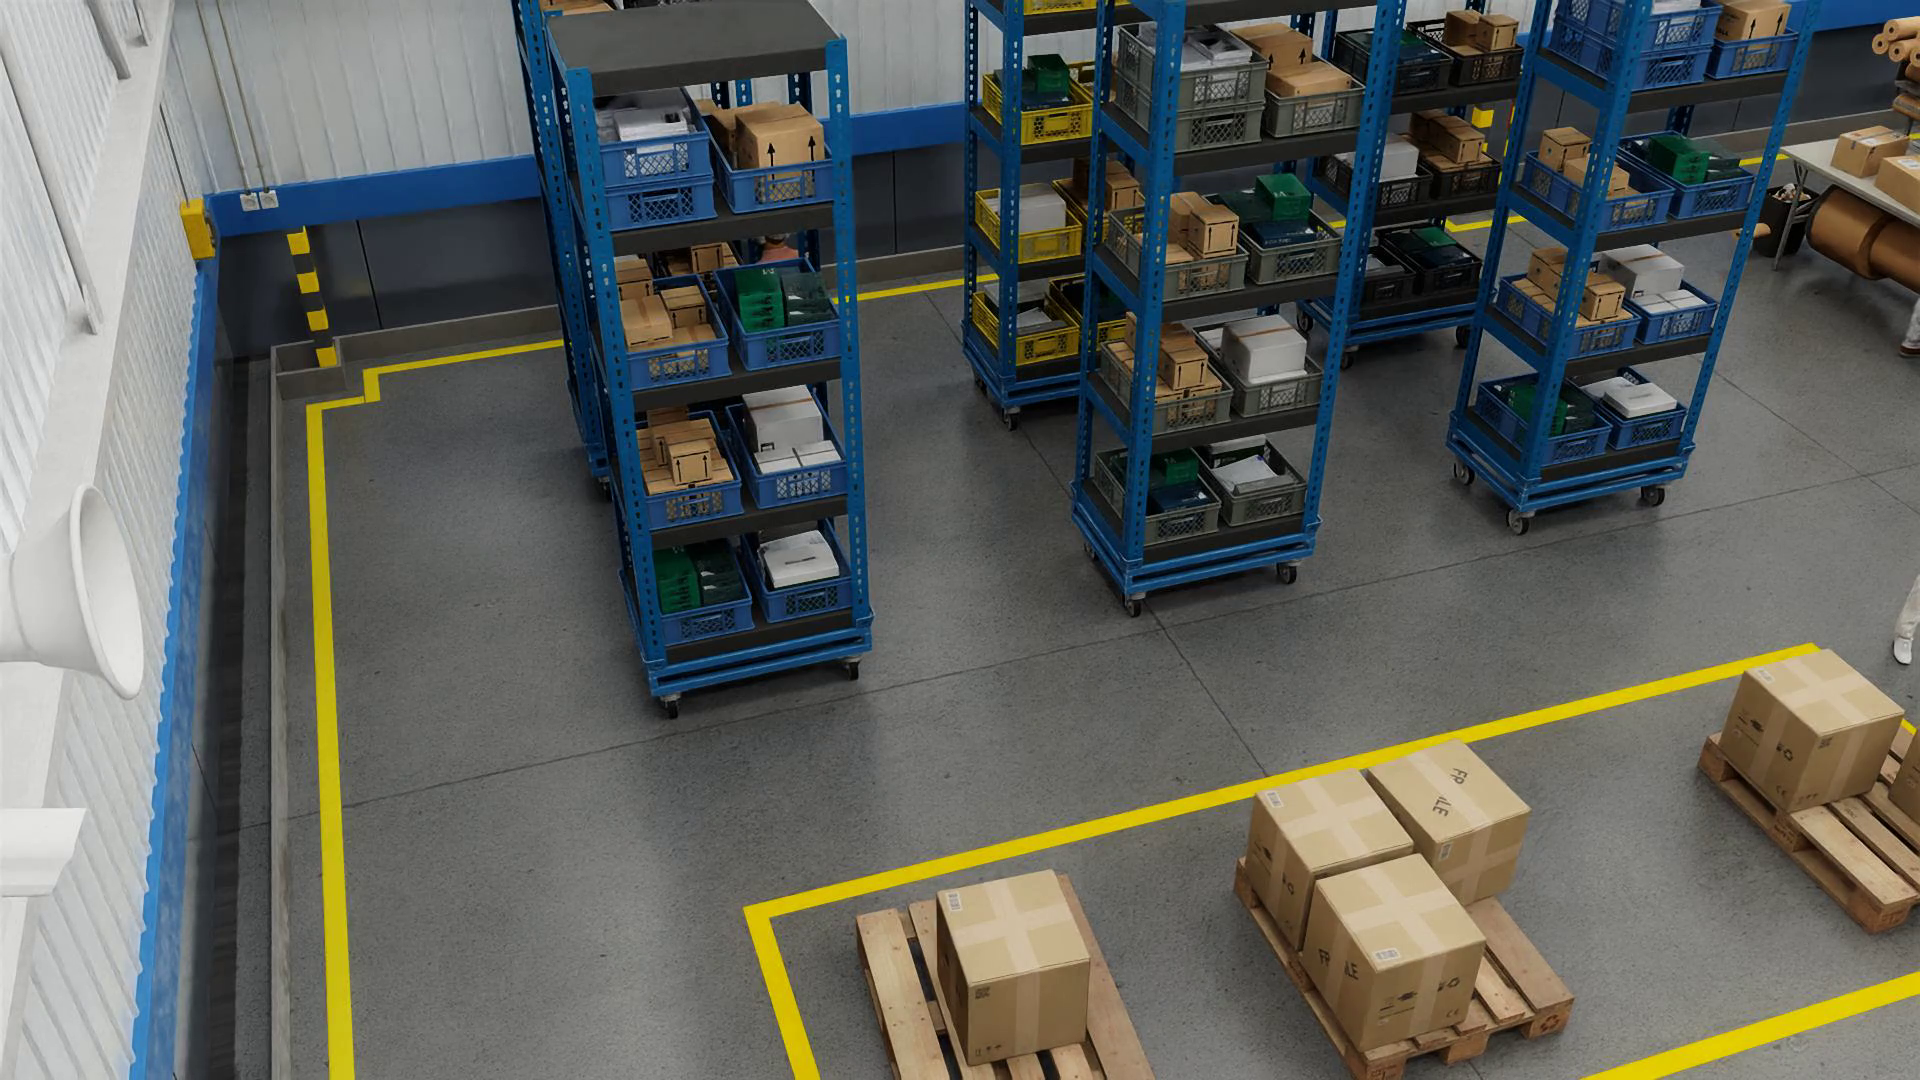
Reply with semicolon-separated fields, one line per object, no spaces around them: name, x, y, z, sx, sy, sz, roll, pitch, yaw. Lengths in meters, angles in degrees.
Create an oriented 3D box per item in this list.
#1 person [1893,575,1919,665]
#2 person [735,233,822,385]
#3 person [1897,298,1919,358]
person;5.448;-0.035;8.899;0.513;1.641;0.309;2;35;3
person;-1.105;-1.162;10.209;0.629;1.979;0.410;-26;43;-32
person;7.022;-2.045;11.506;0.370;1.930;0.628;-1;35;-1
